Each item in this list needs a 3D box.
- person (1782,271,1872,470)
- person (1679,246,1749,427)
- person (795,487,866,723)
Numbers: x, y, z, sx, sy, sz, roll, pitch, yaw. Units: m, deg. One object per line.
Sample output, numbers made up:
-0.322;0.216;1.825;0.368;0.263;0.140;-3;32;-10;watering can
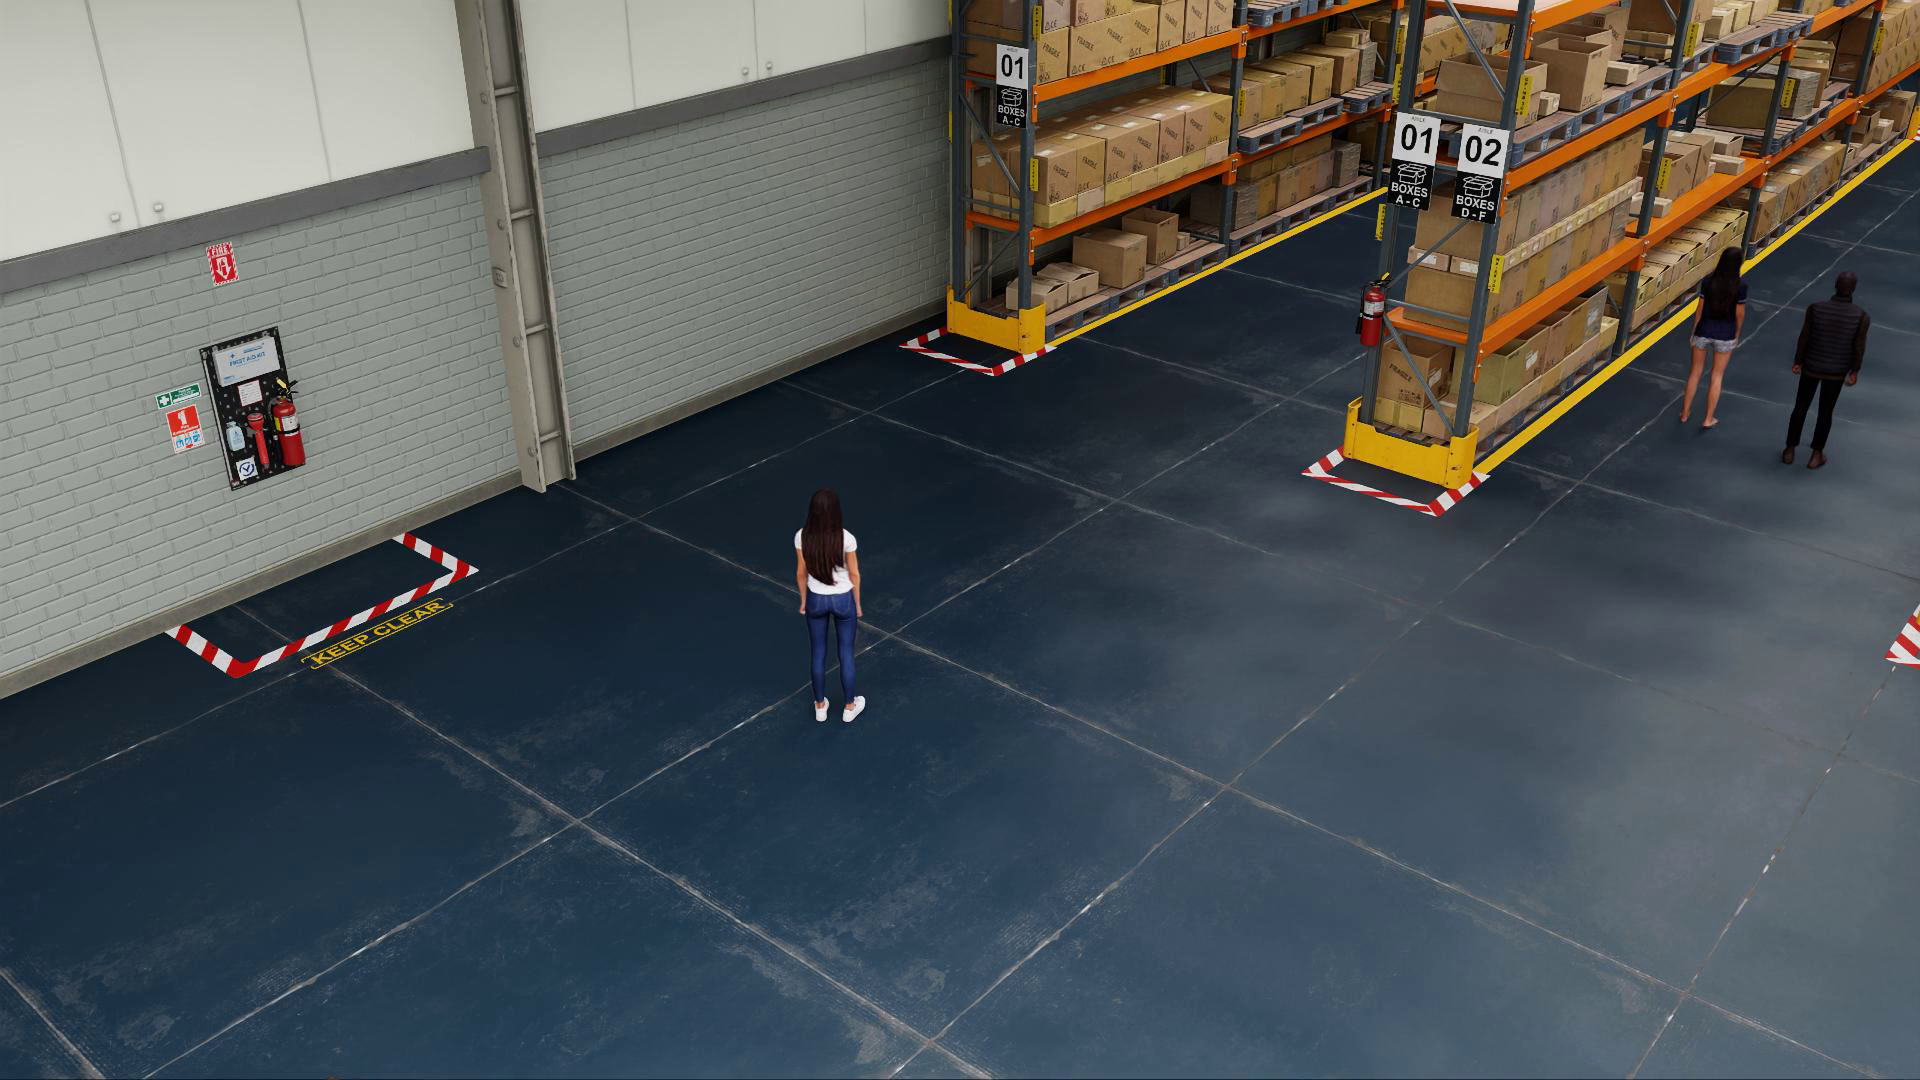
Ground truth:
7.803;-1.544;15.019;0.716;1.836;0.579;18;33;30;person
7.178;-1.935;15.827;0.605;1.766;0.552;16;32;28;person
-0.883;0.448;11.342;0.669;1.775;0.678;4;28;8;person
